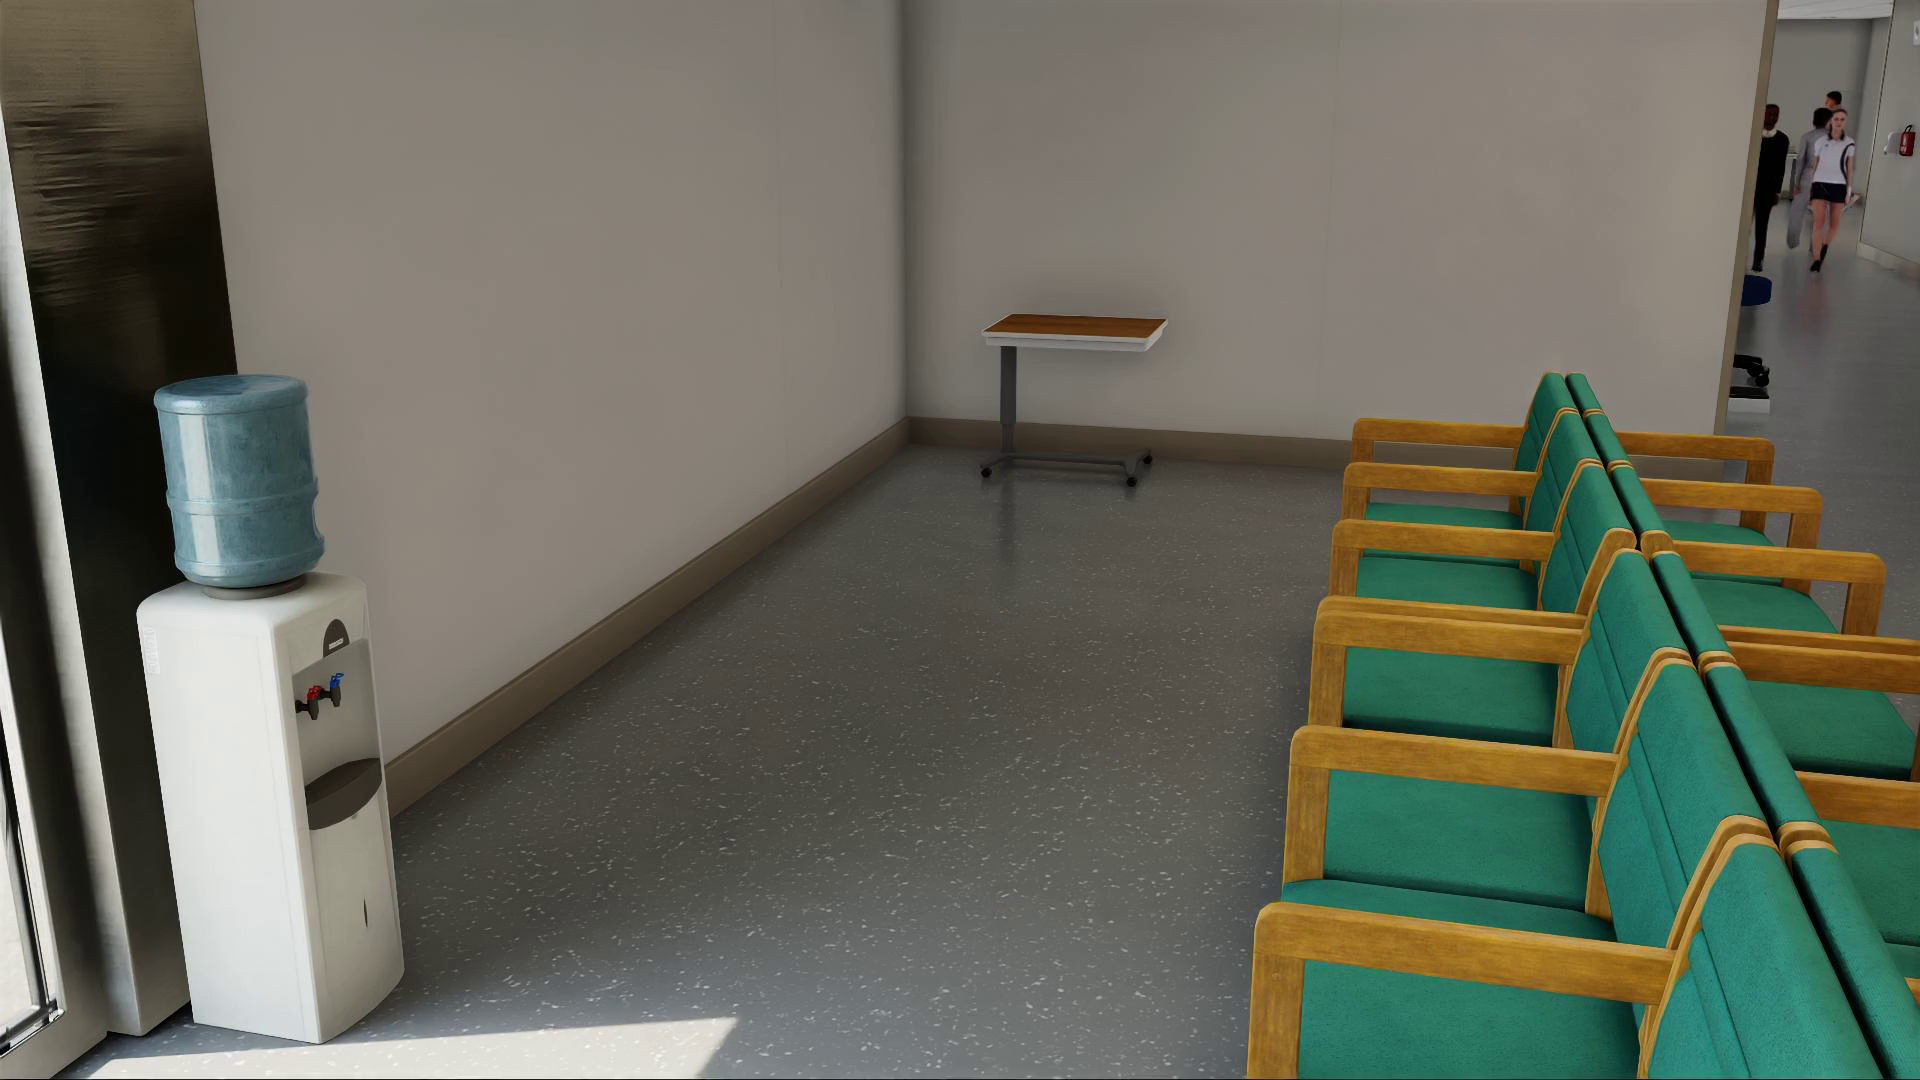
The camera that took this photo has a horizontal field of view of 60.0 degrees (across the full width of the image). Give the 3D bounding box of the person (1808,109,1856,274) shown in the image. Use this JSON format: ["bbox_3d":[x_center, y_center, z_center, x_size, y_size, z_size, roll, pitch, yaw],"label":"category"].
[{"bbox_3d":[9.559,-3.832,18.288,0.991,1.733,0.748,7,17,23],"label":"person"}]

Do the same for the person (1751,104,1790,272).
[{"bbox_3d":[8.724,-3.836,18.256,1.183,1.759,0.798,6,17,20],"label":"person"}]

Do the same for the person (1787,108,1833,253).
[{"bbox_3d":[10.219,-4.236,19.809,1.100,1.685,0.728,5,16,16],"label":"person"}]

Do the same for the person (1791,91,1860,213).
[{"bbox_3d":[13.524,-5.971,25.703,1.174,1.826,0.743,2,16,9],"label":"person"}]
